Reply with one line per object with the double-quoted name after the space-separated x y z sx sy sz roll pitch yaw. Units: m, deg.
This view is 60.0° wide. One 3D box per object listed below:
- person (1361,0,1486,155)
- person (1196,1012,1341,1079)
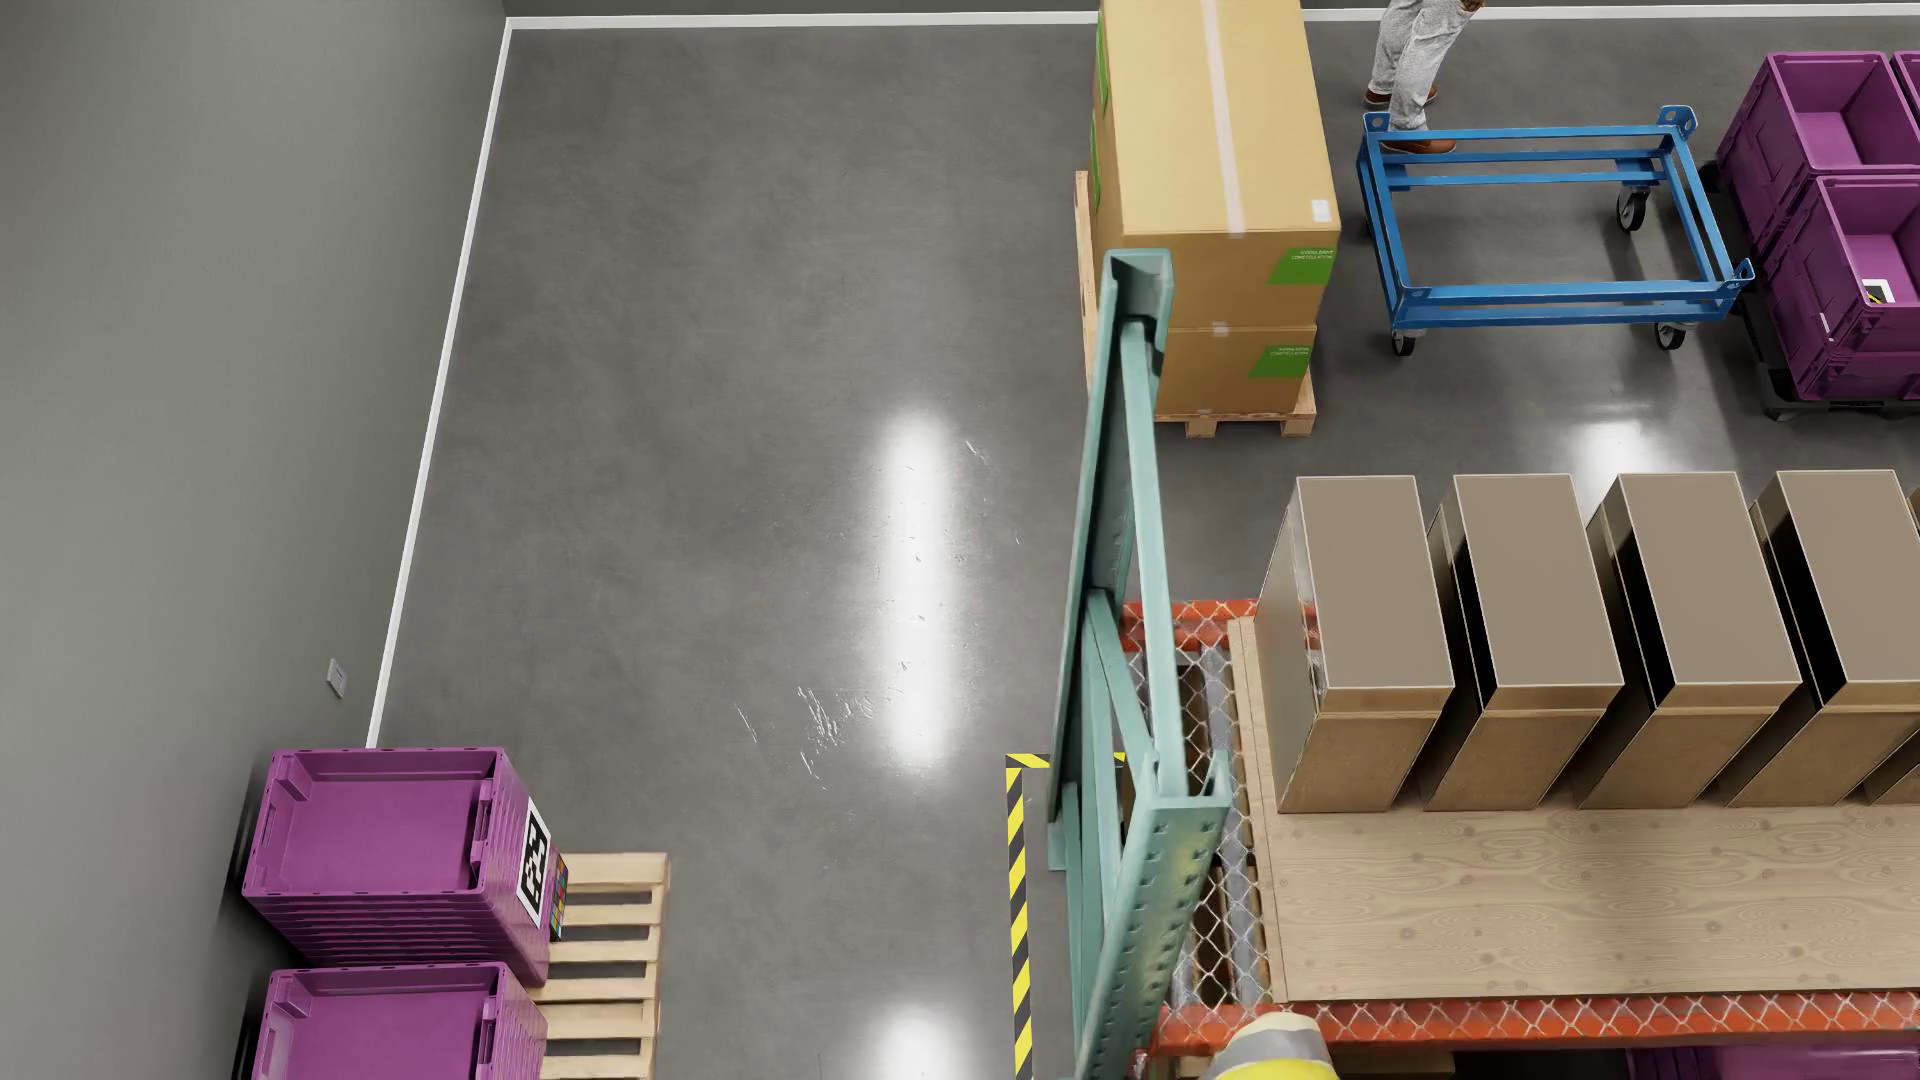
1.833 -2.243 6.078 0.352 1.937 0.635 -3 58 -2 "person"
0.609 1.487 3.780 0.404 1.836 0.590 -2 58 -1 "person"
